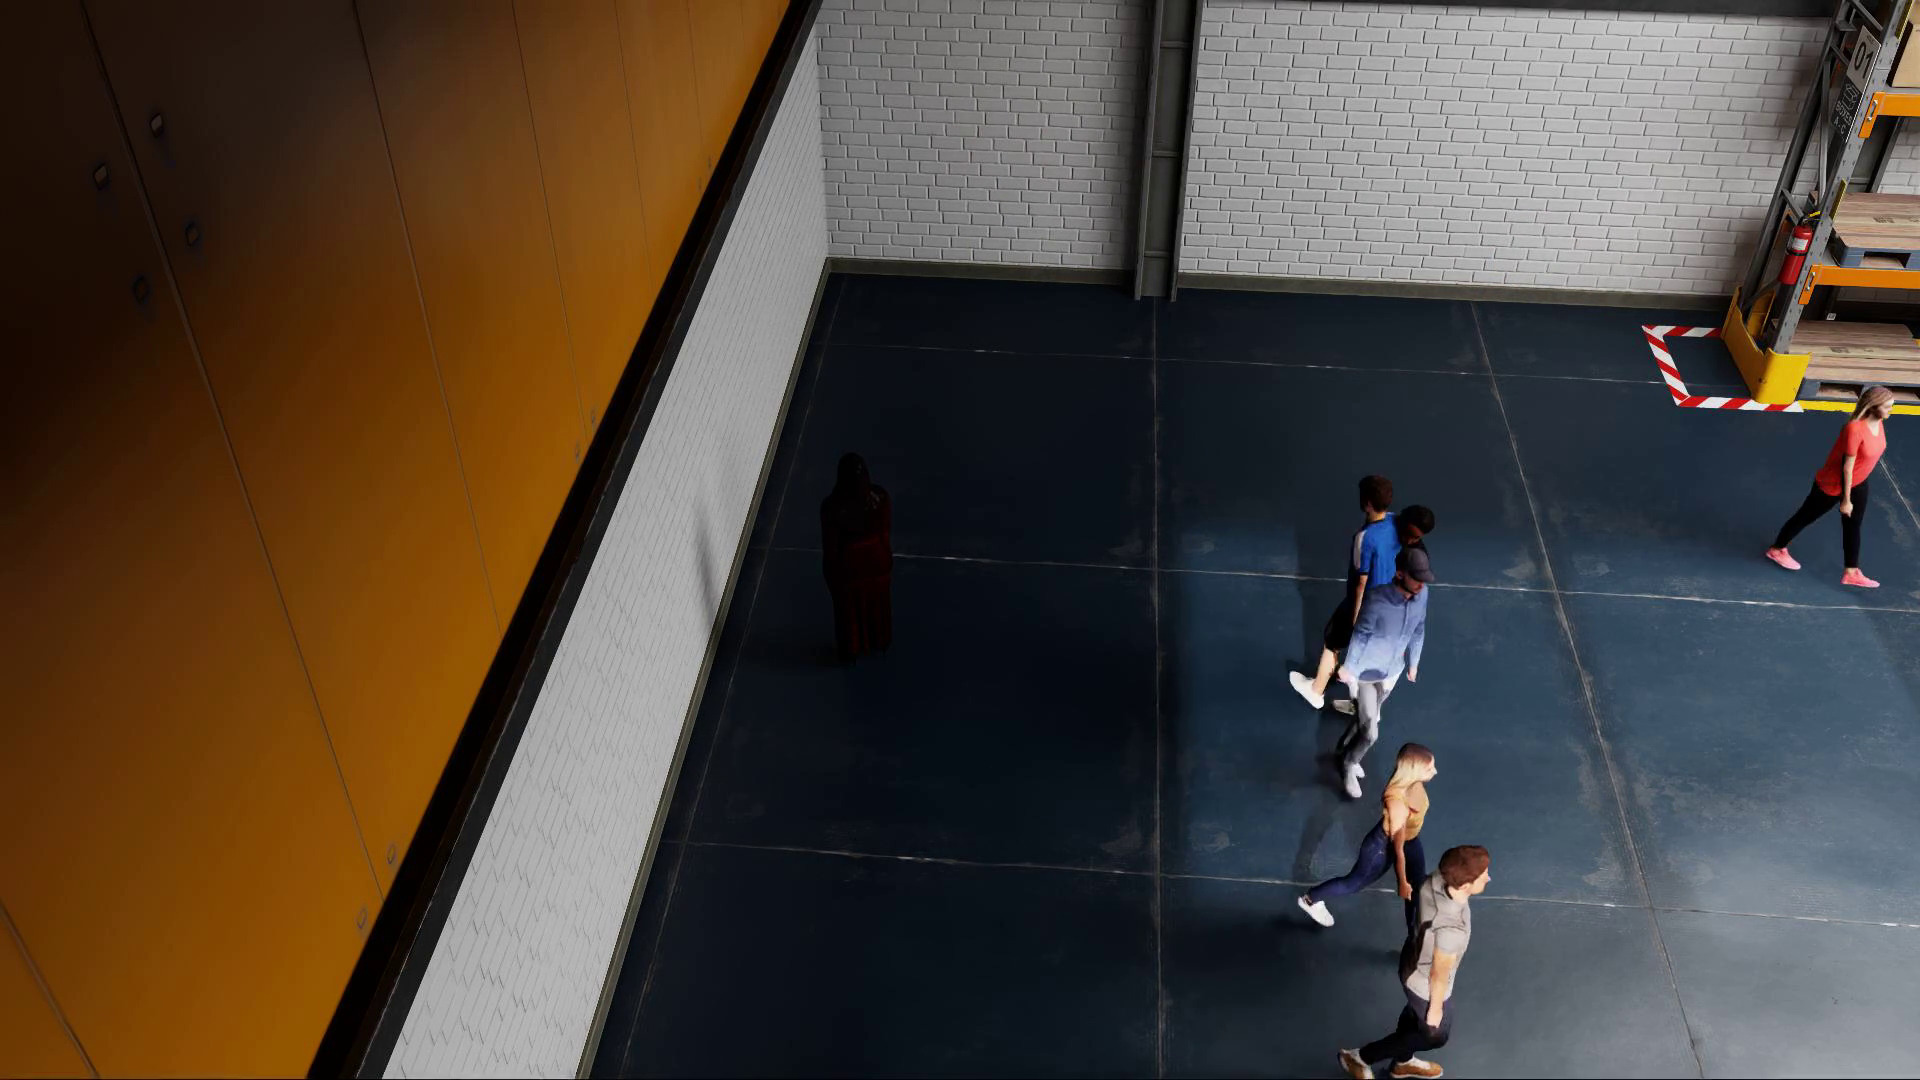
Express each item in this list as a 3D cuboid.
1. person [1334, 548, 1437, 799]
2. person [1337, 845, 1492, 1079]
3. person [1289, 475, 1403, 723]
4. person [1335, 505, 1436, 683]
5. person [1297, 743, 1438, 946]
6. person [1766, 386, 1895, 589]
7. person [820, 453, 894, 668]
[{"bbox_3d":[2.604,0.743,10.569,0.777,1.864,0.871,-14,41,-17],"label":"person"},{"bbox_3d":[2.361,2.250,8.669,0.827,1.879,0.633,5,39,7],"label":"person"},{"bbox_3d":[2.757,0.455,10.962,1.097,1.821,1.014,23,44,26],"label":"person"},{"bbox_3d":[2.904,0.337,11.264,0.839,1.630,0.782,-16,41,-20],"label":"person"},{"bbox_3d":[2.371,1.762,9.513,1.203,1.589,0.945,22,44,25],"label":"person"},{"bbox_3d":[6.350,-0.433,12.206,1.027,1.658,1.056,-24,44,-27],"label":"person"},{"bbox_3d":[-0.693,0.146,11.401,0.706,1.757,0.820,-15,41,-18],"label":"person"}]
